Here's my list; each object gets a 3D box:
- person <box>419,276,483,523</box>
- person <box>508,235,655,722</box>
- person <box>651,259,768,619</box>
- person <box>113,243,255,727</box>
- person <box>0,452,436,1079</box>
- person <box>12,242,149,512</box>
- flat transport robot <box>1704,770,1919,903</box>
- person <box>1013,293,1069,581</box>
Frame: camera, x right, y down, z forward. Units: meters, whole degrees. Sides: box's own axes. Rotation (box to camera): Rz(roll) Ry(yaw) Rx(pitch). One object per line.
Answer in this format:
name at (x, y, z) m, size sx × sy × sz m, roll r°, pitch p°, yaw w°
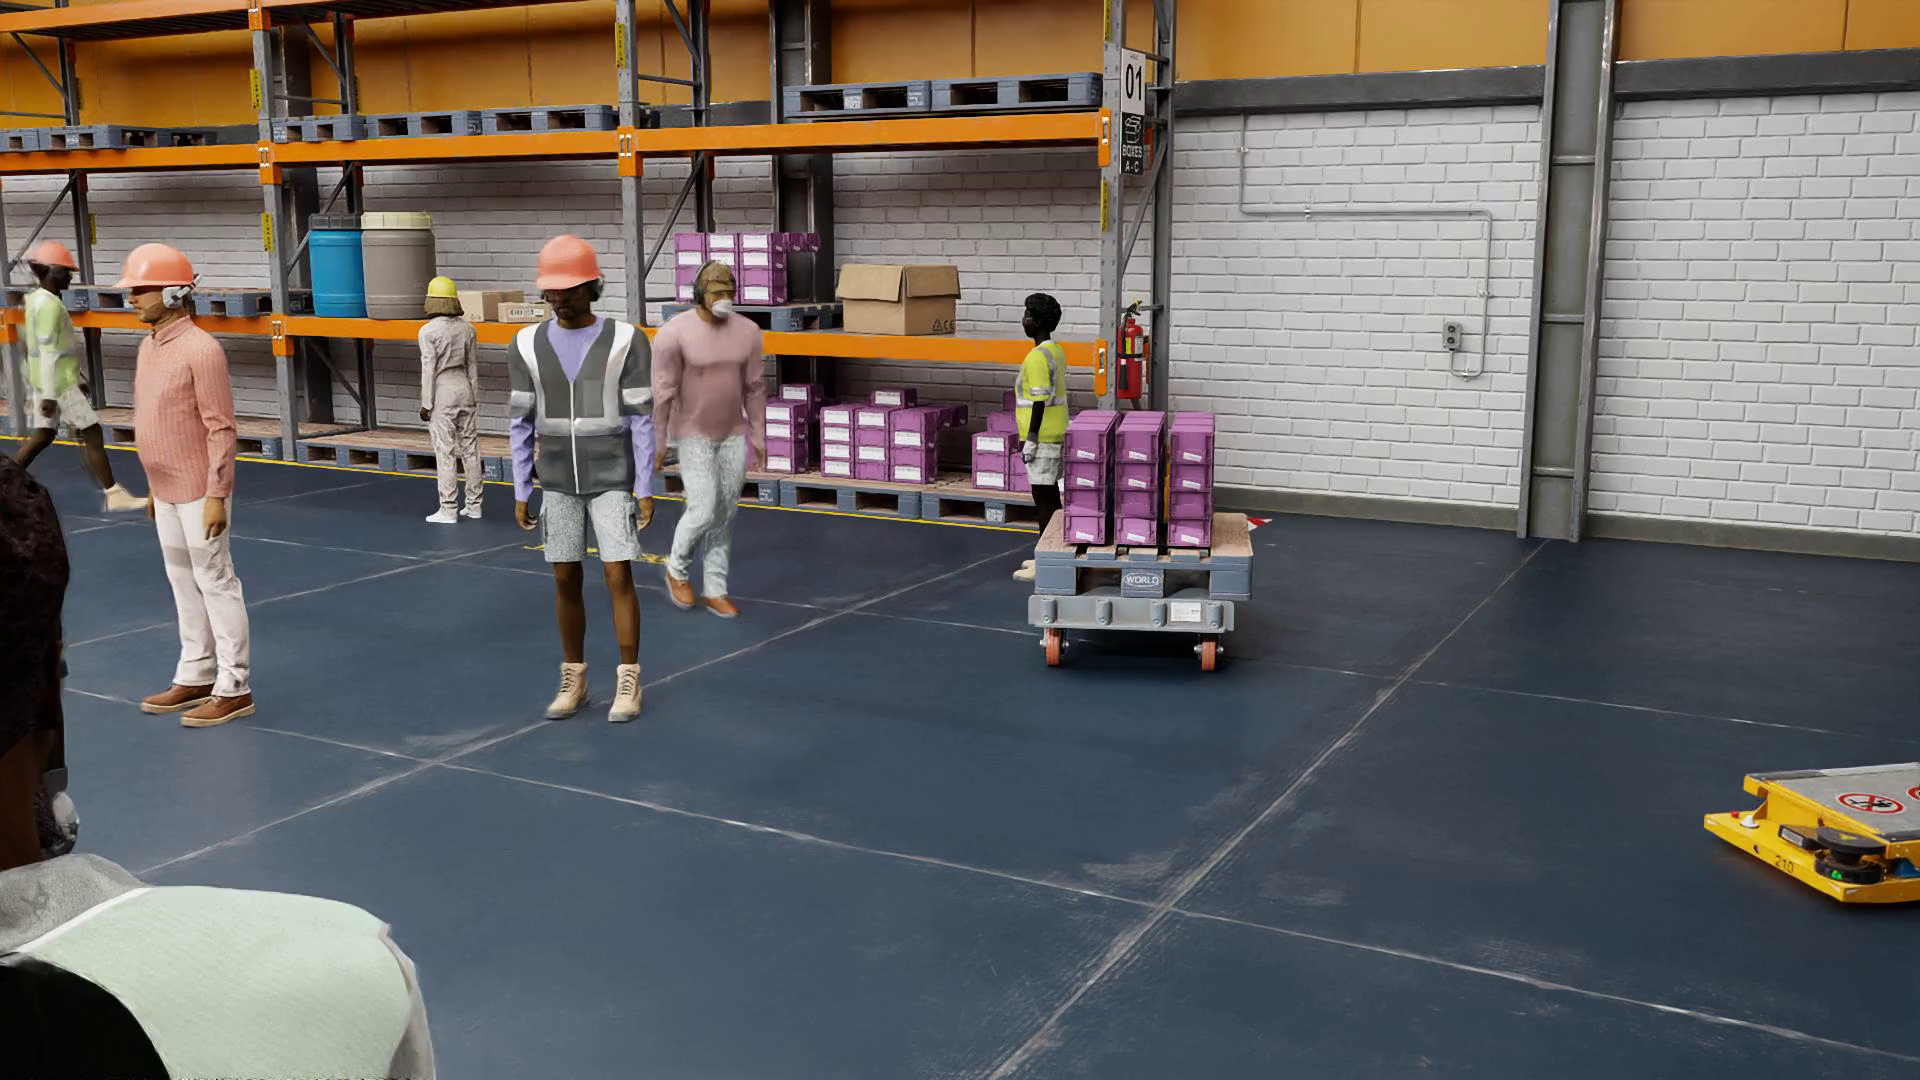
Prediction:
person at (-3.643, -0.994, 11.838) m, size 0.295 × 1.743 × 0.493 m, roll 6°, pitch 12°, yaw 32°
person at (-1.578, -0.240, 6.939) m, size 0.612 × 2.029 × 0.410 m, roll 1°, pitch 10°, yaw 3°
person at (-1.321, -0.520, 8.797) m, size 0.634 × 1.911 × 0.459 m, roll -9°, pitch 14°, yaw -40°
person at (-3.228, -0.221, 6.909) m, size 0.613 × 1.994 × 0.395 m, roll 9°, pitch 13°, yaw 40°
person at (-0.650, 0.880, 1.144) m, size 0.606 × 1.906 × 0.406 m, roll -3°, pitch 11°, yaw -15°
person at (-6.572, -1.157, 12.060) m, size 1.057 × 1.991 × 0.605 m, roll -8°, pitch 13°, yaw -37°
flat transport robot at (3.259, 0.917, 5.400) m, size 1.431 × 0.197 × 0.652 m, roll -2°, pitch 11°, yaw -12°
person at (0.483, -0.606, 9.838) m, size 0.318 × 1.697 × 0.535 m, roll 3°, pitch 11°, yaw 14°
